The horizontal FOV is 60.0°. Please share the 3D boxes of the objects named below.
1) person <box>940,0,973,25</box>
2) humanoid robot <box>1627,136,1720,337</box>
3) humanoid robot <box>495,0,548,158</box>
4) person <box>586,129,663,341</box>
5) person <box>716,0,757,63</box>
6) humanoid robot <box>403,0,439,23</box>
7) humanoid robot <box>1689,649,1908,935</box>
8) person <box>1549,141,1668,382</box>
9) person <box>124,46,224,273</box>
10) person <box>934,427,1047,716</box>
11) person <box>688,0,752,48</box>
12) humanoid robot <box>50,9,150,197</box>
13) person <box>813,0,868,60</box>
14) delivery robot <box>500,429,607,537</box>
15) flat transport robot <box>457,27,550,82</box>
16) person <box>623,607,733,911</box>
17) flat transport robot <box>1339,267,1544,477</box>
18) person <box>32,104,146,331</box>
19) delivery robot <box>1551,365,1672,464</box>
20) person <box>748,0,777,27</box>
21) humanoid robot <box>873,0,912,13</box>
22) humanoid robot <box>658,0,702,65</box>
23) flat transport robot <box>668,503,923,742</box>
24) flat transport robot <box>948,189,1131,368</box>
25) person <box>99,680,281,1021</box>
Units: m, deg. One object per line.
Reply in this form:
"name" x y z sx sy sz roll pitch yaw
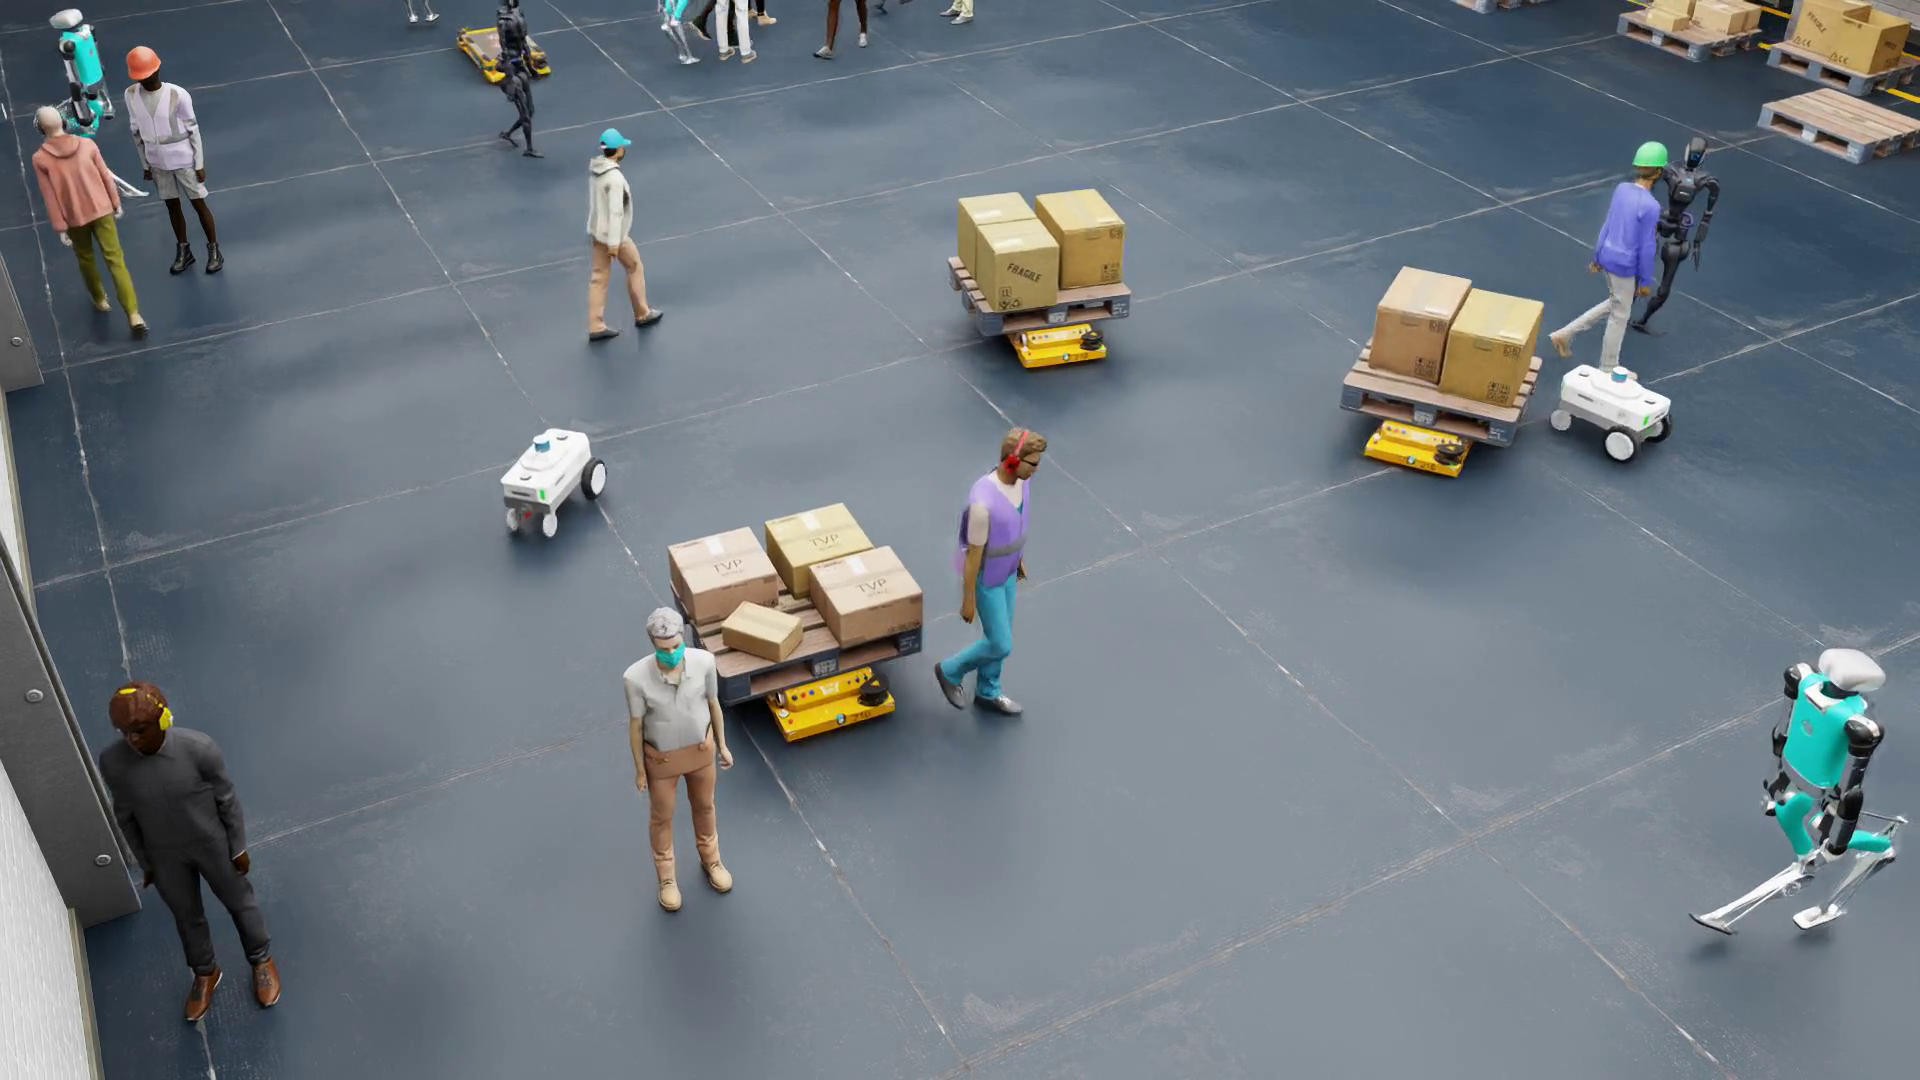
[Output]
"person" 0.013 -6.916 19.223 0.395 1.837 0.563 -11 37 -16
"humanoid robot" 5.435 -2.330 12.831 0.591 1.642 0.338 8 36 11
"humanoid robot" -4.279 -4.487 15.921 0.572 1.643 0.592 6 35 8
"person" -2.678 -2.364 12.903 0.770 1.615 0.475 -27 43 -33
"person" -2.507 -6.157 18.106 0.578 1.879 0.350 12 37 16
"humanoid robot" -6.293 -6.714 18.906 0.533 1.677 0.735 -1 35 -2
"humanoid robot" 4.045 1.213 7.708 1.023 1.732 0.559 -9 36 -12
"person" 4.839 -2.018 12.229 0.543 1.854 0.456 -1 35 -1
"person" -6.512 -3.127 13.733 0.542 1.931 0.362 0 35 0
"person" 0.188 0.201 9.083 0.483 1.810 0.651 16 38 22
"person" -2.717 -6.440 18.455 0.591 1.942 0.620 -10 36 -13
"humanoid robot" -8.088 -3.901 15.050 1.018 1.784 0.533 1 35 1
"person" -1.272 -6.259 18.249 0.602 1.870 1.023 15 38 20
"delivery robot" -2.740 -0.434 11.065 0.499 0.571 0.756 9 36 13
"flat transport robot" -5.078 -5.414 18.446 0.659 0.231 1.431 -17 39 -23
"person" -1.333 1.026 7.962 0.481 1.747 0.327 -14 38 -20
"flat transport robot" 3.452 -0.940 12.058 0.659 0.231 1.431 16 38 22
"person" -6.811 -2.523 12.990 0.529 1.798 0.939 -20 39 -26
"delivery robot" 4.633 -0.955 11.803 0.499 0.563 0.738 -27 43 -33
"person" -2.365 -6.821 19.214 0.317 1.691 0.532 -26 43 -32
"humanoid robot" -0.799 -7.111 19.689 0.764 1.634 0.600 -27 43 -33
"humanoid robot" -3.109 -6.024 18.017 0.531 1.750 0.775 11 37 16
"flat transport robot" -0.961 0.616 9.836 0.659 0.231 1.431 -15 38 -20
"flat transport robot" 0.622 -1.817 13.311 0.659 0.231 1.431 -9 36 -13
"person" -3.405 1.366 7.367 0.491 1.874 0.358 -7 36 -10
